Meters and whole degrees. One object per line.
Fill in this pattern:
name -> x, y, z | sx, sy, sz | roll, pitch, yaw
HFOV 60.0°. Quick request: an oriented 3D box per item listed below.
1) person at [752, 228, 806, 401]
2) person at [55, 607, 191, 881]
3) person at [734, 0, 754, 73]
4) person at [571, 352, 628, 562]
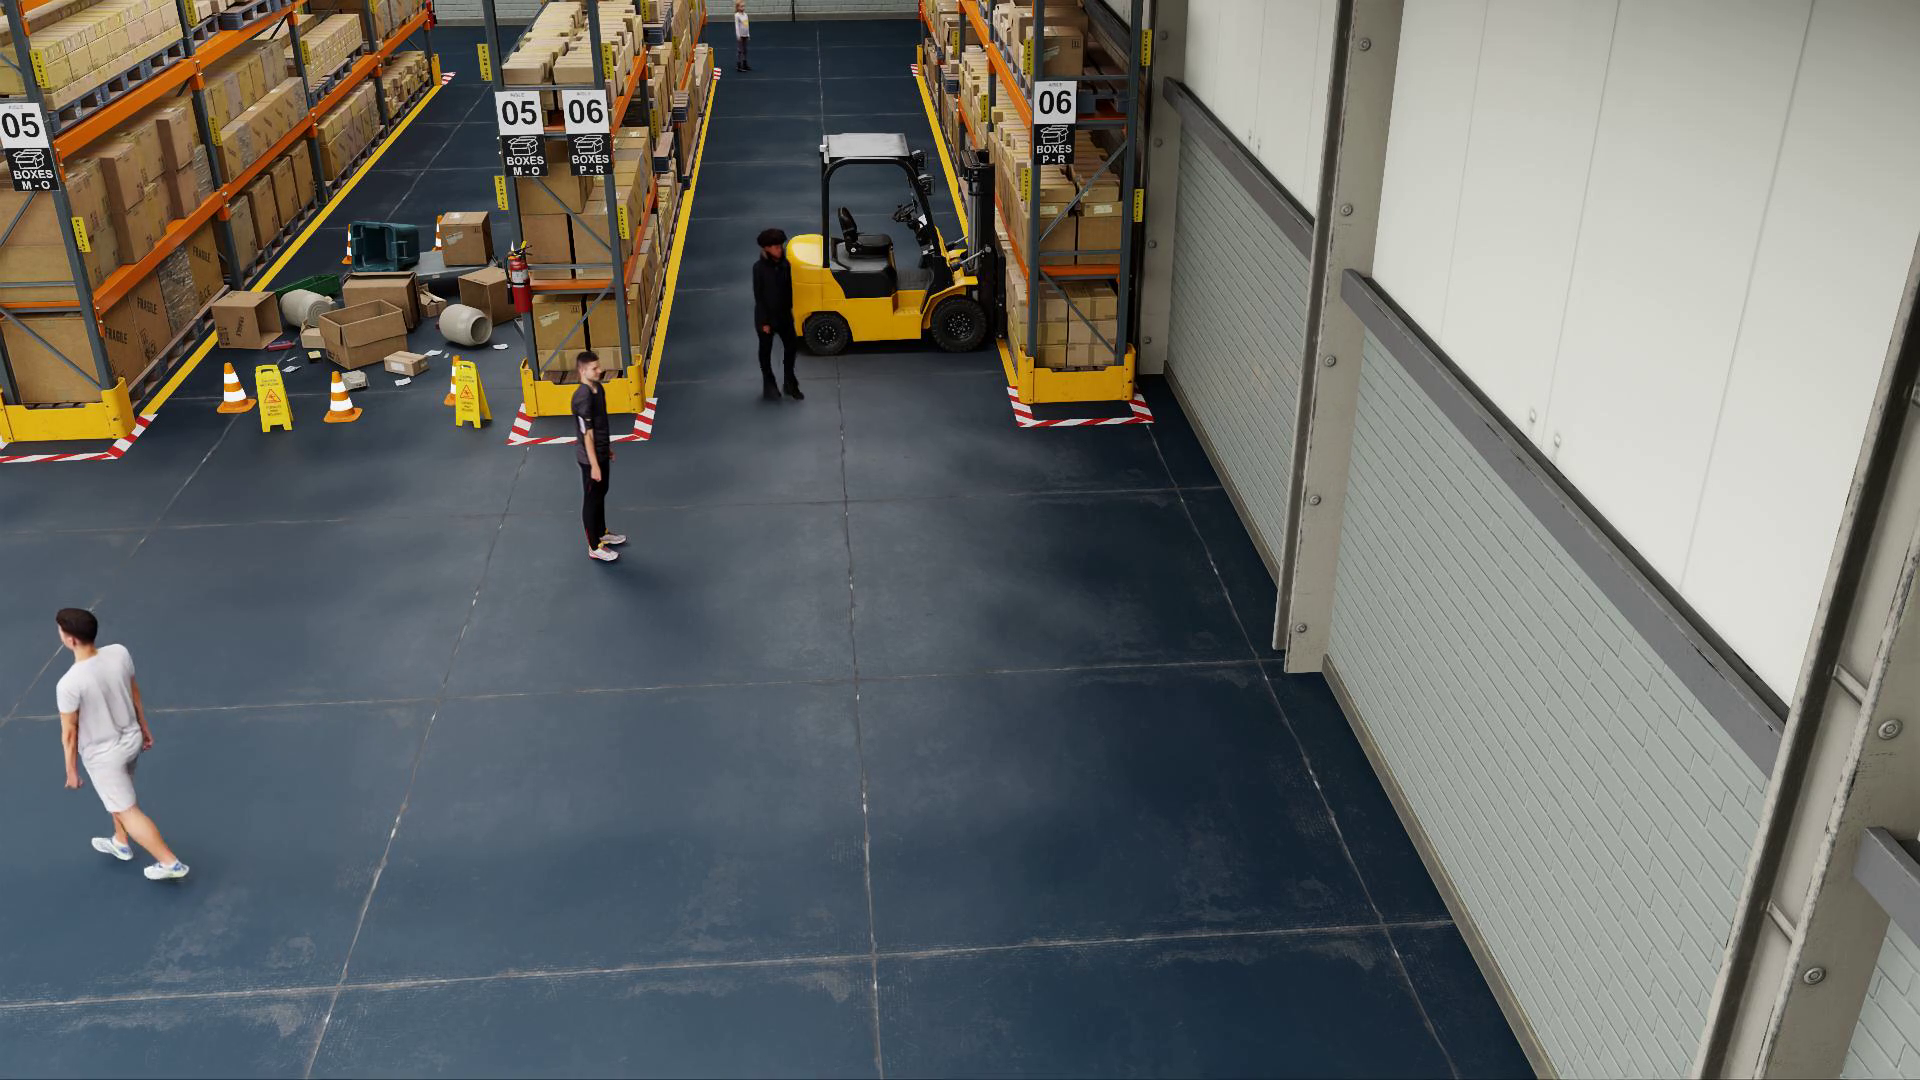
person -> -1.924, -2.284, 16.706 | 0.789, 1.756, 0.857 | -17, 32, -30
person -> -4.937, 1.240, 9.783 | 1.016, 1.829, 1.100 | 8, 28, 15
person -> -4.089, -9.452, 31.147 | 0.642, 1.279, 0.571 | 16, 31, 29
person -> -2.992, -0.706, 13.635 | 0.729, 1.762, 0.509 | 1, 27, 2
